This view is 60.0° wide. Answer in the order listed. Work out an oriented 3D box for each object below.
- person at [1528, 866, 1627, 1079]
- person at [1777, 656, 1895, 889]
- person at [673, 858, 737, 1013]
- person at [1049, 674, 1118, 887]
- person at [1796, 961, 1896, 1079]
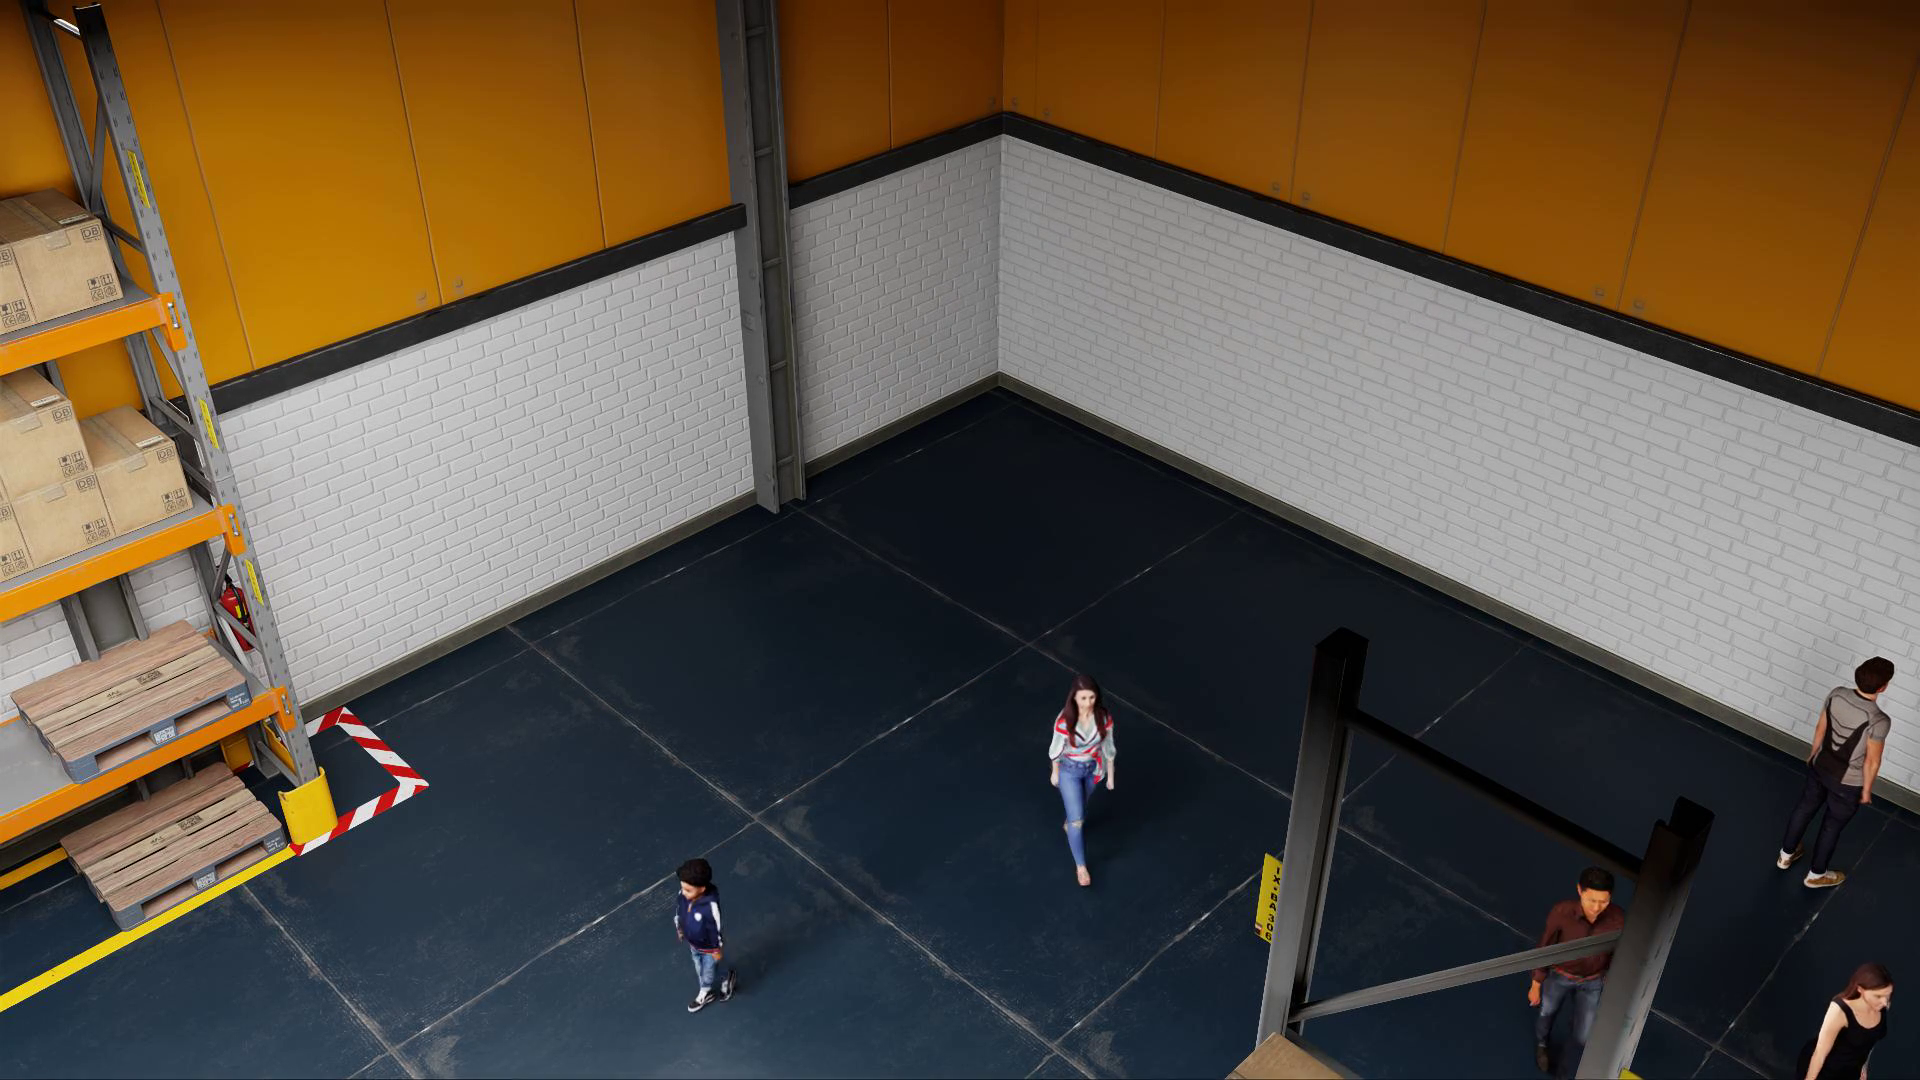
[{"bbox_3d":[3.682,2.562,10.044,0.921,1.758,0.994,5,34,8],"label":"person"},{"bbox_3d":[6.029,1.579,11.398,0.675,1.896,0.719,-15,37,-22],"label":"person"},{"bbox_3d":[-1.606,2.501,10.626,0.549,1.216,0.588,25,41,32],"label":"person"},{"bbox_3d":[0.827,1.561,11.705,1.010,1.586,0.965,-9,35,-13],"label":"person"},{"bbox_3d":[4.957,2.997,9.453,0.613,1.688,0.727,-14,36,-20],"label":"person"}]
